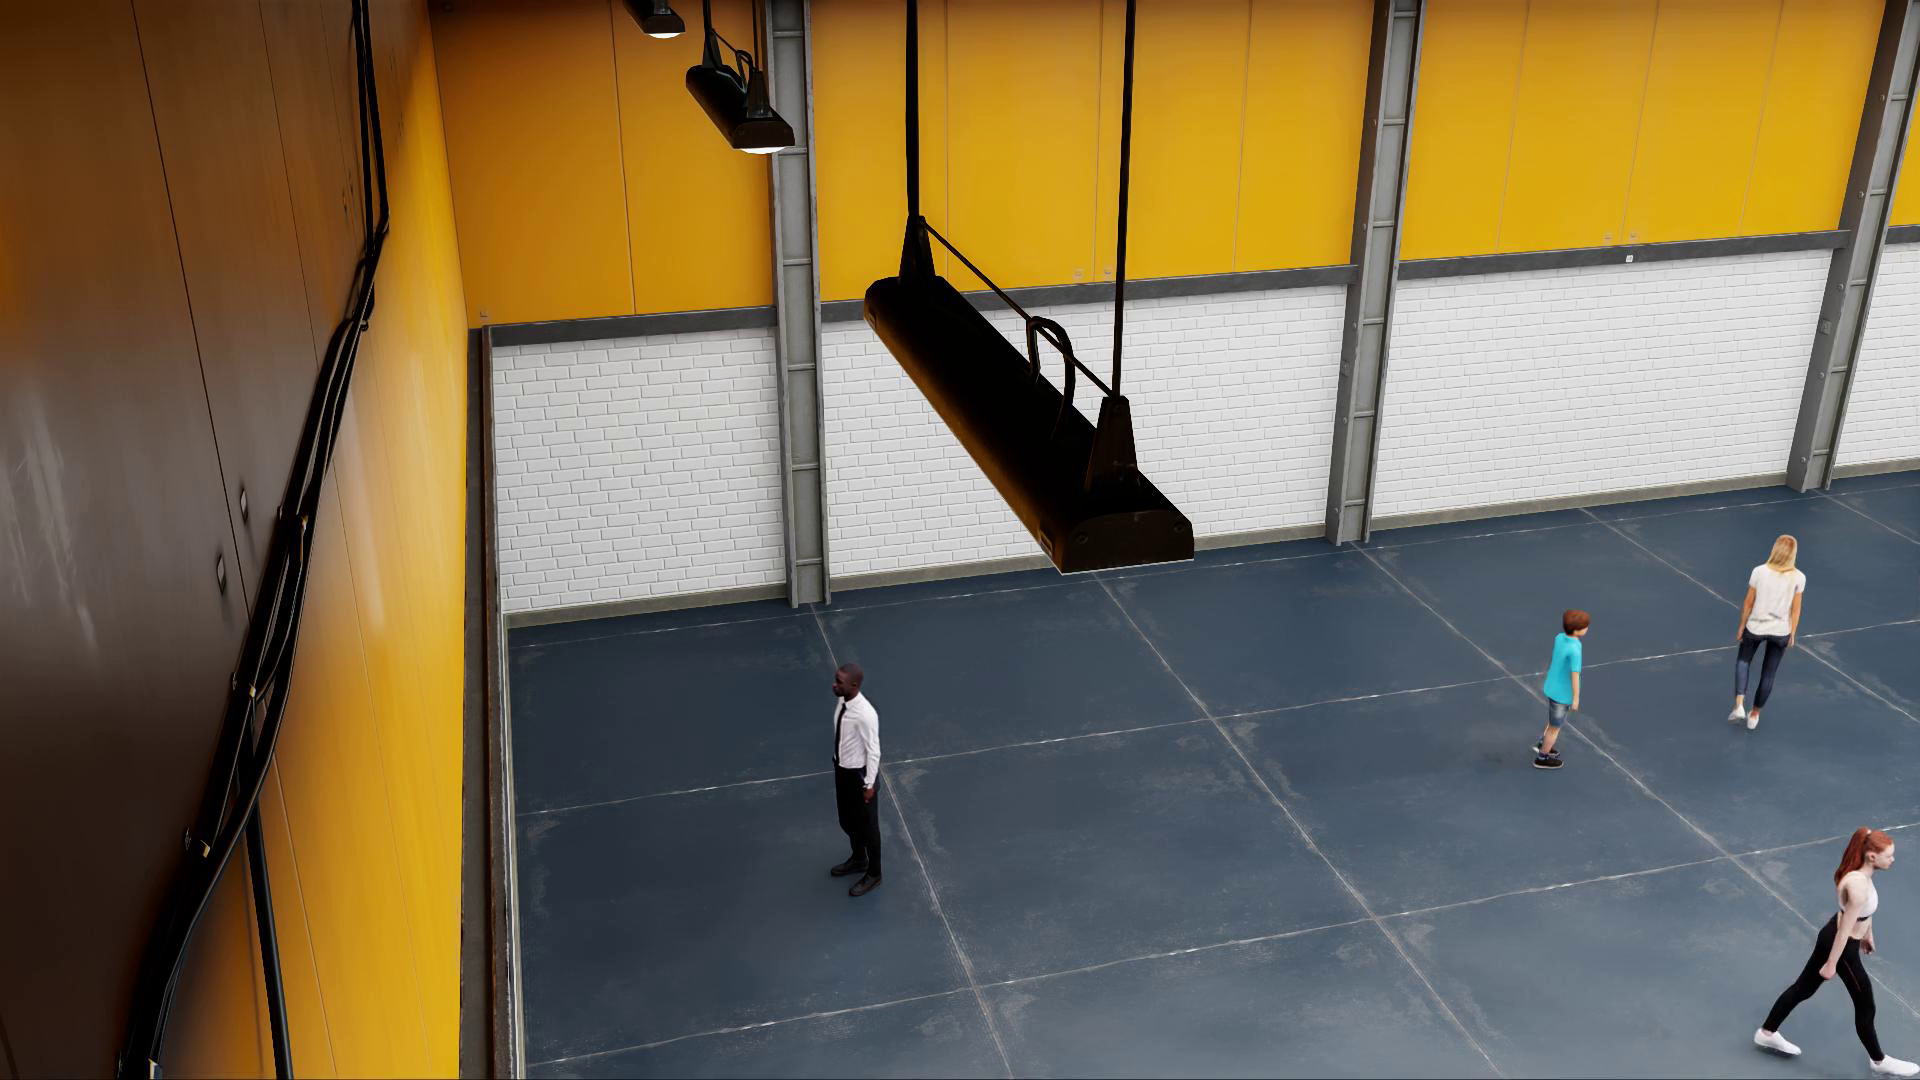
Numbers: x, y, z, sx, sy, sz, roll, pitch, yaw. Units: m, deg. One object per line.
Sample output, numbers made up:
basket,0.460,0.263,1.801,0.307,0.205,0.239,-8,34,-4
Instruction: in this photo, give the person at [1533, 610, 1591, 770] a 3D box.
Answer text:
person,4.880,1.221,13.694,0.588,1.438,0.590,-1,24,-3

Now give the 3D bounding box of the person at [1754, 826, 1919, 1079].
person,5.368,2.540,10.352,1.187,1.698,1.089,12,26,25

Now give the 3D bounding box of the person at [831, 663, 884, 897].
person,-0.746,1.707,12.085,0.623,1.835,0.692,-13,27,-27

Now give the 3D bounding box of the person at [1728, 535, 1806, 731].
person,6.861,0.834,14.127,0.810,1.801,0.865,11,26,24
